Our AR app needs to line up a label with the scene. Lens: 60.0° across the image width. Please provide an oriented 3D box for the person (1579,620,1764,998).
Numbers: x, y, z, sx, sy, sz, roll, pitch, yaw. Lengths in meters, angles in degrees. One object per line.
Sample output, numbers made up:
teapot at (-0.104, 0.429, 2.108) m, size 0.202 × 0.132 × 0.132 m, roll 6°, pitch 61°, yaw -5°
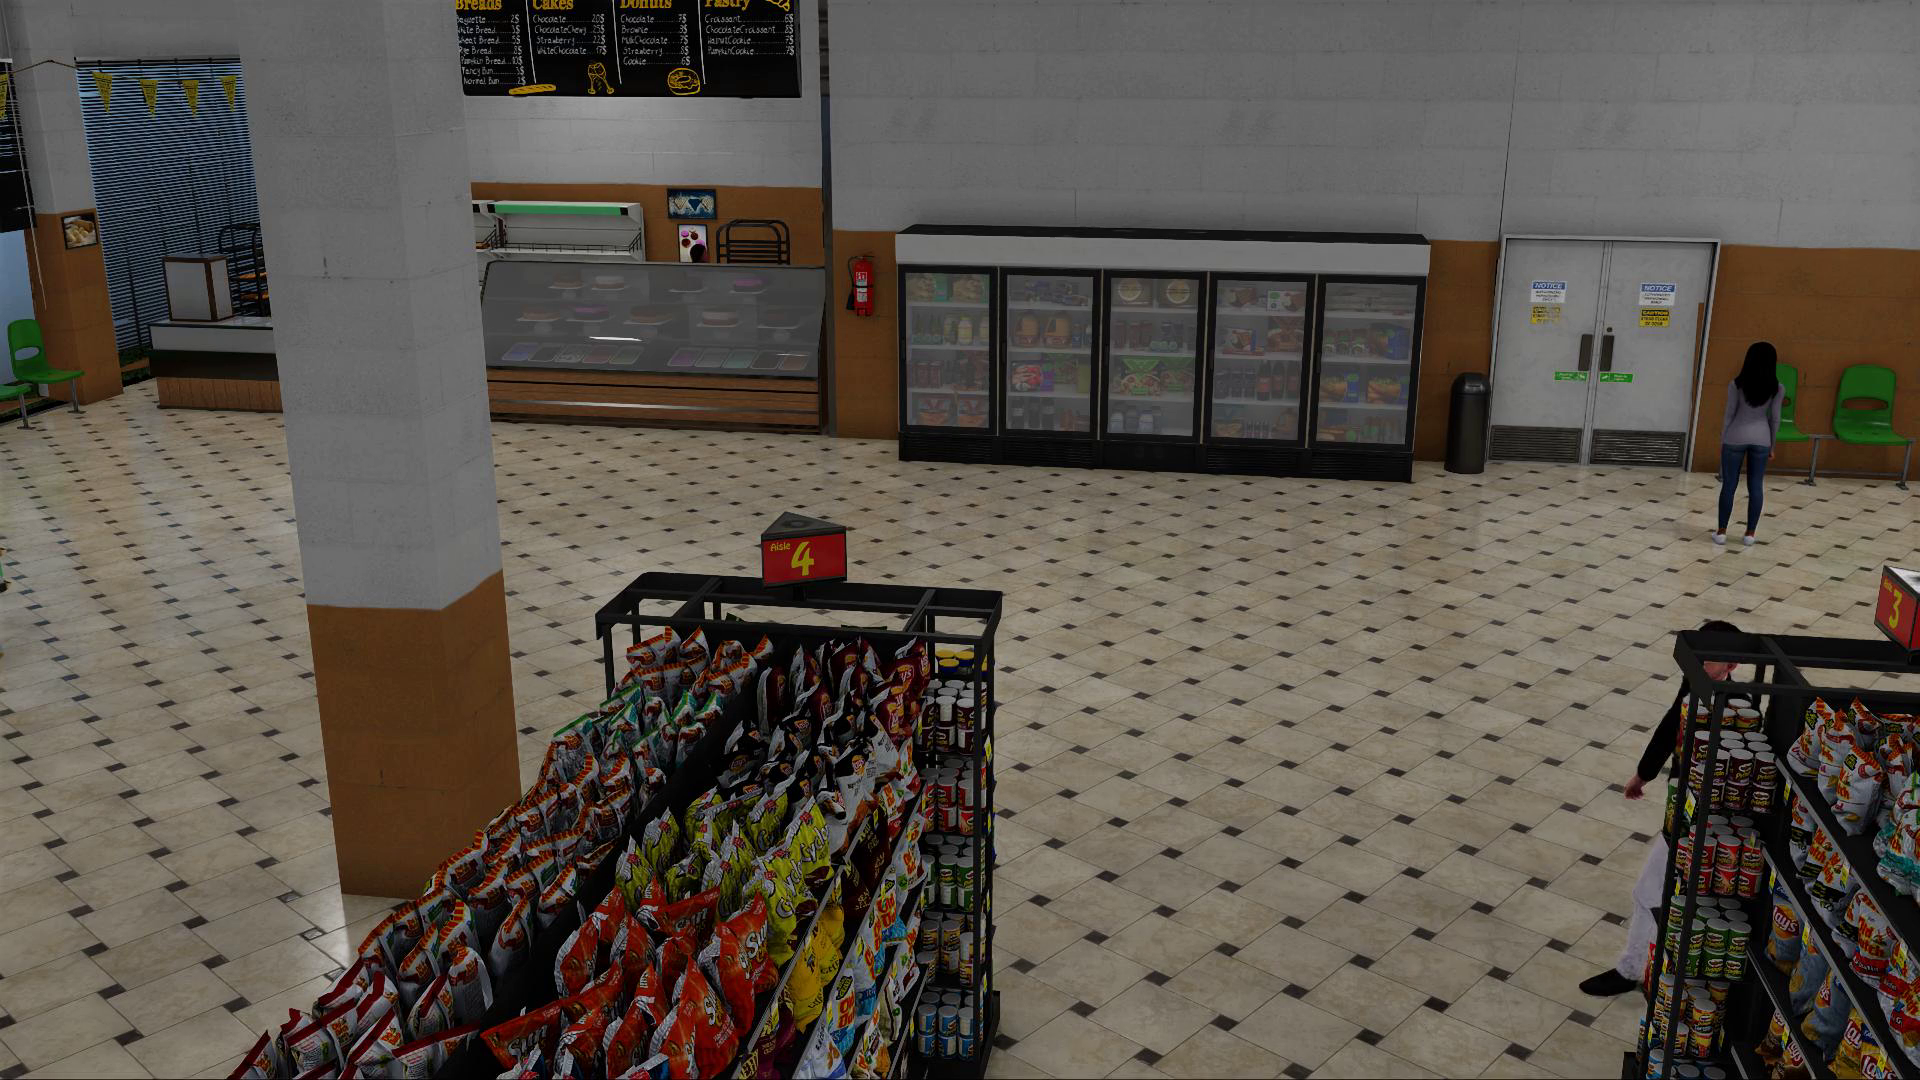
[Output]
person at (3.327, 1.209, 7.269) m, size 0.816 × 1.807 × 0.876 m, roll 2°, pitch 17°, yaw 8°

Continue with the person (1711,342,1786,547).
person at (6.653, -0.811, 14.042) m, size 0.598 × 1.736 × 0.520 m, roll 4°, pitch 17°, yaw 12°
